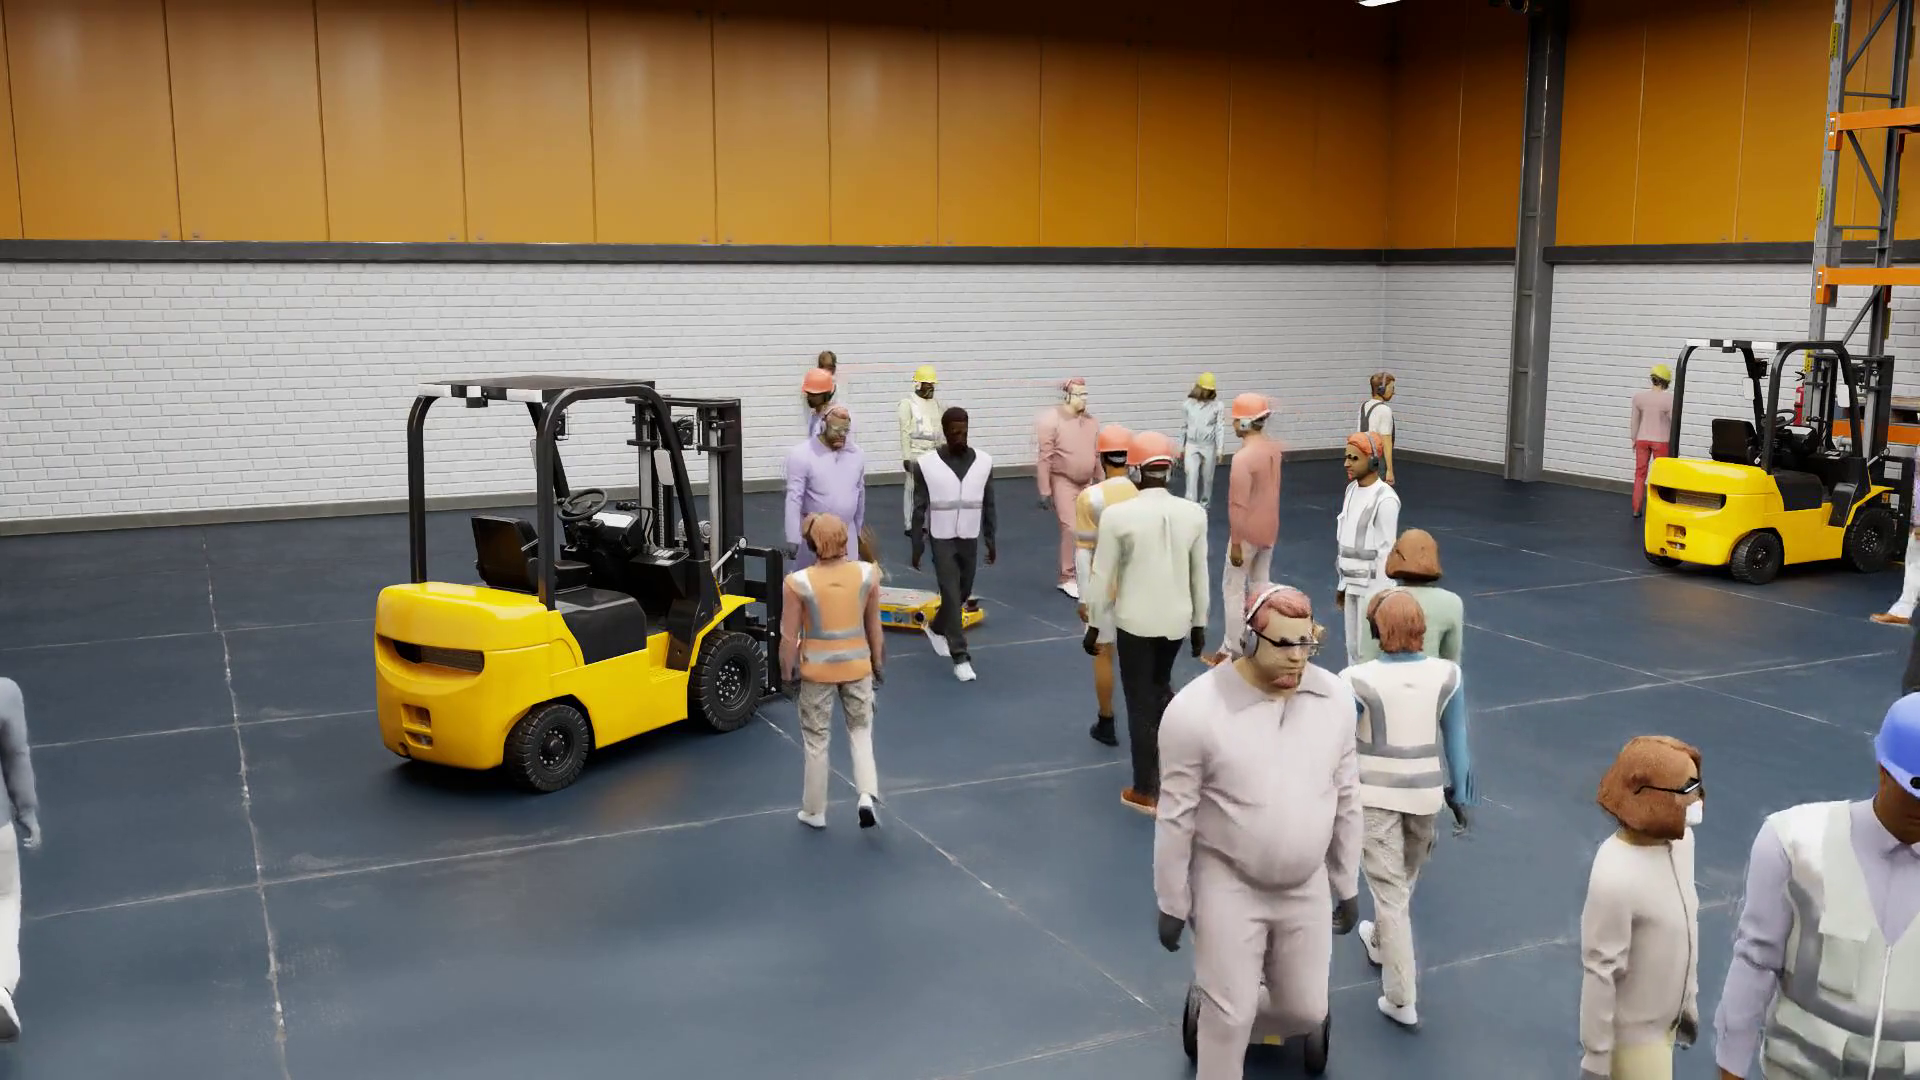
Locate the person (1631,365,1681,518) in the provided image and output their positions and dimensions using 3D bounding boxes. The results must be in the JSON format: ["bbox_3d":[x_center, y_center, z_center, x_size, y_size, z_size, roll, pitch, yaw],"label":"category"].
[{"bbox_3d":[7.851,-1.093,18.792,0.355,1.753,0.556,-7,12,-39],"label":"person"}]

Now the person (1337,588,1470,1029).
[{"bbox_3d":[1.612,0.971,6.369,0.544,1.599,0.817,-2,9,-10],"label":"person"}]

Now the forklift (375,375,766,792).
[{"bbox_3d":[-2.268,0.149,9.685,1.214,2.155,2.313,6,11,32],"label":"forklift"}]

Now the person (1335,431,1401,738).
[{"bbox_3d":[2.381,0.293,9.776,0.349,1.879,0.578,-1,9,-7],"label":"person"}]

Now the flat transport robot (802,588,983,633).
[{"bbox_3d":[-0.597,0.534,13.246,1.431,0.197,0.652,4,10,24],"label":"flat transport robot"}]

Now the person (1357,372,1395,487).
[{"bbox_3d":[4.003,-0.689,15.985,0.344,1.840,0.507,-3,10,-19],"label":"person"}]

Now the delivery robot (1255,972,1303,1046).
[{"bbox_3d":[1.113,1.505,6.052,0.477,0.478,0.707,3,10,17],"label":"delivery robot"}]

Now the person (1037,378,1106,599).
[{"bbox_3d":[1.036,-0.440,14.264,0.673,1.887,0.656,-8,12,-40],"label":"person"}]

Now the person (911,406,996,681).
[{"bbox_3d":[-0.055,-0.017,11.697,0.610,1.882,0.946,-4,10,-23],"label":"person"}]

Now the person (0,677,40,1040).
[{"bbox_3d":[-3.568,1.040,5.921,0.512,1.619,0.429,-6,11,-32],"label":"person"}]

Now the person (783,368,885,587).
[{"bbox_3d":[-1.120,-0.498,14.376,1.077,1.986,0.618,-5,10,-27],"label":"person"}]

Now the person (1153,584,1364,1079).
[{"bbox_3d":[0.885,1.037,5.150,0.682,1.879,0.635,-3,10,-18],"label":"person"}]

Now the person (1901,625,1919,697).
[{"bbox_3d":[4.174,0.689,6.808,0.719,2.000,0.759,1,9,4],"label":"person"}]

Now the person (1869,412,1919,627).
[{"bbox_3d":[7.613,-0.190,12.755,0.639,1.899,1.008,-7,12,-38],"label":"person"}]

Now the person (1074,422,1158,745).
[{"bbox_3d":[0.945,0.277,9.739,0.571,1.919,0.560,-2,9,-11],"label":"person"}]

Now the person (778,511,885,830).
[{"bbox_3d":[-0.628,0.663,8.240,0.555,1.626,0.487,-3,10,-21],"label":"person"}]

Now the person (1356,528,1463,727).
[{"bbox_3d":[2.080,0.754,7.719,0.517,1.618,0.394,-2,9,-10],"label":"person"}]

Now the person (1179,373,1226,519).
[{"bbox_3d":[2.654,-0.990,18.290,0.510,1.691,0.902,2,9,10],"label":"person"}]

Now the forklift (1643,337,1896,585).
[{"bbox_3d":[7.551,-0.789,15.507,2.313,2.155,1.214,-4,10,-25],"label":"forklift"}]

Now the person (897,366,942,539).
[{"bbox_3d":[-0.395,-0.916,17.447,0.403,1.824,0.599,8,12,41],"label":"person"}]

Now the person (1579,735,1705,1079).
[{"bbox_3d":[1.763,1.283,4.454,0.736,1.609,0.503,8,12,40],"label":"person"}]

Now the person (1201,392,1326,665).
[{"bbox_3d":[2.127,-0.046,11.627,0.769,1.970,0.618,7,11,36],"label":"person"}]

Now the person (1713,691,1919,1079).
[{"bbox_3d":[2.119,1.230,3.917,0.642,1.900,0.884,4,10,25],"label":"person"}]

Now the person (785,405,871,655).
[{"bbox_3d":[-0.990,-0.068,12.143,0.696,1.845,1.029,-6,11,-31],"label":"person"}]

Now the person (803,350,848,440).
[{"bbox_3d":[-1.467,-1.162,18.649,0.659,1.923,0.473,6,11,34],"label":"person"}]

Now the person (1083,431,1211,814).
[{"bbox_3d":[0.970,0.428,8.642,0.634,1.977,0.480,-4,10,-25],"label":"person"}]
